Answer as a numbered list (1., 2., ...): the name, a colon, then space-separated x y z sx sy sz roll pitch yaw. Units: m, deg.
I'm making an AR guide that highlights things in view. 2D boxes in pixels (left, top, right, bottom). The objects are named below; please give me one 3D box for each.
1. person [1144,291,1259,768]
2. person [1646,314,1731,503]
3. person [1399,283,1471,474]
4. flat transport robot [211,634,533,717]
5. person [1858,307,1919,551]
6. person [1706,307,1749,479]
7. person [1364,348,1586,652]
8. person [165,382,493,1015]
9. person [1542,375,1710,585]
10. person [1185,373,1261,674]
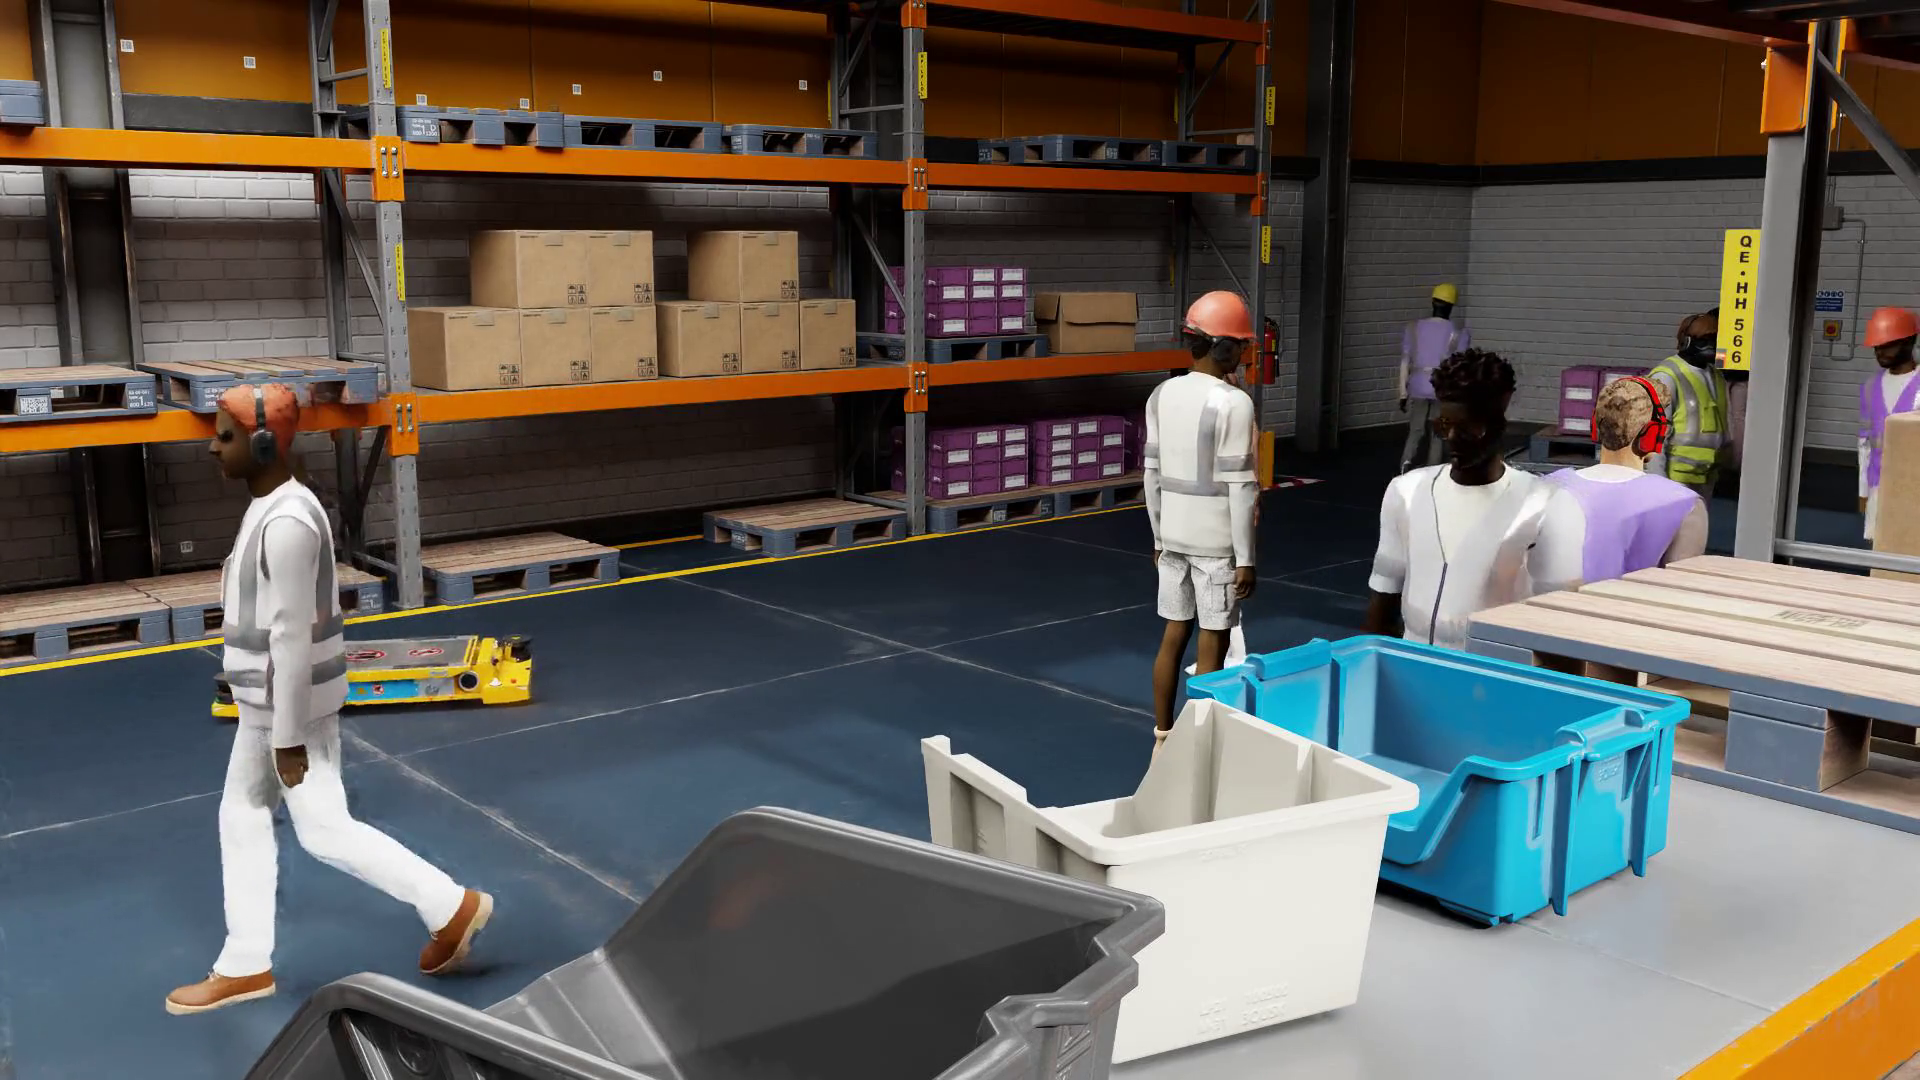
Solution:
1. person: 1.026 0.001 6.879 0.391 2.040 0.615 -6 12 -31
2. person: 4.161 -0.371 9.533 0.629 1.840 0.429 -7 12 -35
3. person: 4.125 -1.294 14.554 0.596 1.897 0.609 5 11 27
4. flat transport robot: -2.850 0.655 8.175 1.431 0.197 0.652 -2 10 -12
5. person: 5.135 -0.301 8.980 0.685 1.899 0.596 -4 11 -23
6. person: 7.311 -1.567 15.795 0.622 1.992 0.394 -1 10 -4
7. person: 1.398 0.434 4.699 0.491 1.946 0.624 -8 13 -37
8. person: -1.874 0.461 4.860 0.865 1.858 0.584 -5 11 -26
9. person: 1.958 0.427 5.039 0.379 1.844 0.570 -9 13 -41
10. person: 1.312 -0.089 8.550 0.354 1.629 0.529 -6 12 -32
